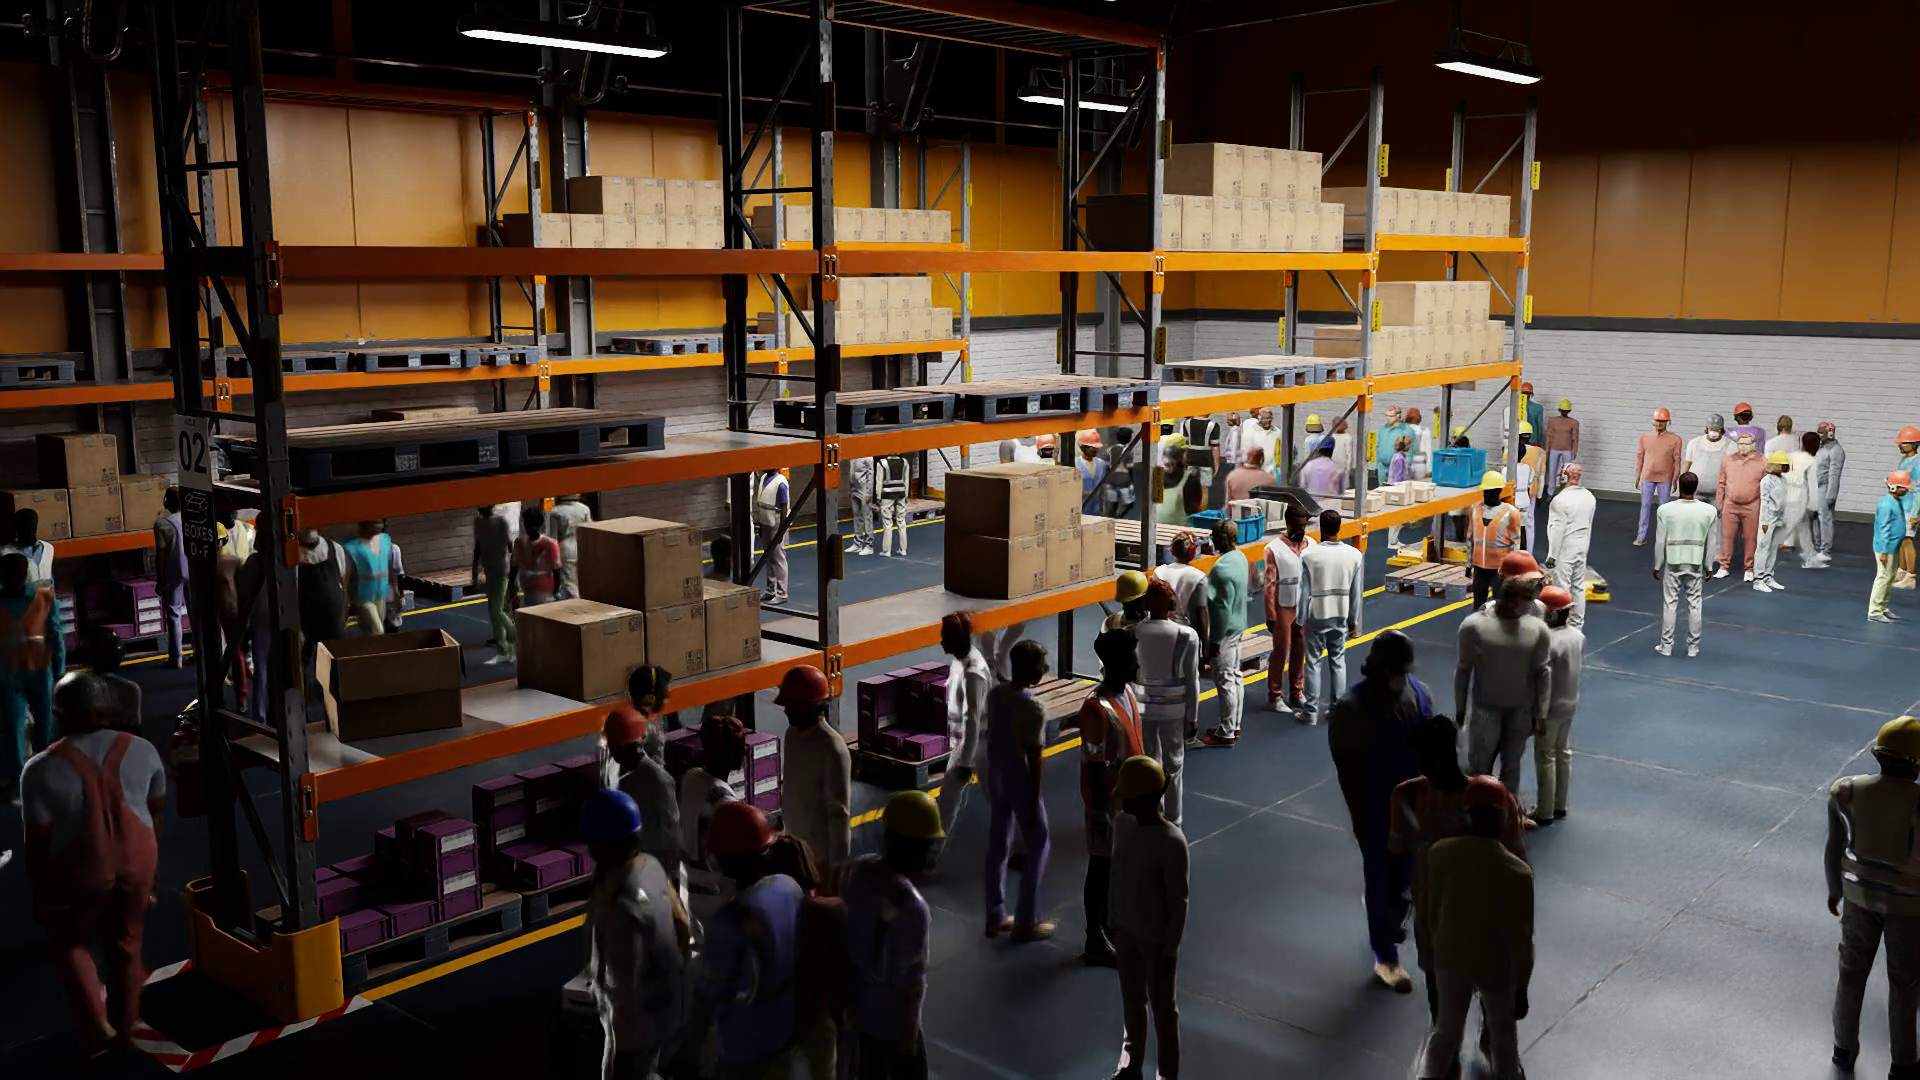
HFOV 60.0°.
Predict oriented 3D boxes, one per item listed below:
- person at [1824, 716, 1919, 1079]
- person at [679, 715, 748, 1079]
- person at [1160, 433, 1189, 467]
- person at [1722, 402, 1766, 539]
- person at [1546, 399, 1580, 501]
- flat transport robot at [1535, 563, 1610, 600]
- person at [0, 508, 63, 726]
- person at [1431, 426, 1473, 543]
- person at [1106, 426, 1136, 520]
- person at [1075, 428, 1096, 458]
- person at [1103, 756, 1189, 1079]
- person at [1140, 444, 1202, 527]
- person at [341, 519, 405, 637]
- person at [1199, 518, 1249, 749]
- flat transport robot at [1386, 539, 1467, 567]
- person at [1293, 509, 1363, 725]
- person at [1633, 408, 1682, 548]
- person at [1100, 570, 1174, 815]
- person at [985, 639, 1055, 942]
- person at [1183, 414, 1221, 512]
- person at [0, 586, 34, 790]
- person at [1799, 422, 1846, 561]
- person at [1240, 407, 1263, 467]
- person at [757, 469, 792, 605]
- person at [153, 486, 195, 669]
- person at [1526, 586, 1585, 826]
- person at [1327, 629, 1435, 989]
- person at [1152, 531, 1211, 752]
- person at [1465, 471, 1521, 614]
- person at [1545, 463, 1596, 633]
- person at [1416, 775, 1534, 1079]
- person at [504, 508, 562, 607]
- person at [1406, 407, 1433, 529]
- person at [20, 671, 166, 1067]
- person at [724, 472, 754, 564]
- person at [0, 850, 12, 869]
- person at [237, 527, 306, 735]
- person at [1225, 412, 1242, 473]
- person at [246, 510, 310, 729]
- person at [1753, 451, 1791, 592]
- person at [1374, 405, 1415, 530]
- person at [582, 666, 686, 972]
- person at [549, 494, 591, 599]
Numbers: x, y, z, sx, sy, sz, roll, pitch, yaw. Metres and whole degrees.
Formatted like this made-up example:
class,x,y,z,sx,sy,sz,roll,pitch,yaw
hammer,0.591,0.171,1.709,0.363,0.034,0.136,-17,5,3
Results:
class,x,y,z,sx,sy,sz,roll,pitch,yaw
person,4.636,1.776,8.304,0.403,1.833,0.586,-9,13,-43
person,-1.198,1.777,8.181,0.340,1.878,0.578,-5,11,-29
person,2.686,-0.388,20.942,0.370,1.927,0.588,-1,10,-7
person,11.400,-0.994,24.294,0.607,2.026,0.440,1,10,7
person,10.185,-1.512,28.148,0.530,1.757,0.352,5,11,28
flat transport robot,7.543,0.504,20.549,0.652,0.197,1.431,2,10,10
person,-8.225,0.663,14.700,0.396,1.917,0.590,3,10,15
person,7.105,-0.771,23.825,0.670,1.721,0.567,-1,10,-7
person,2.331,-0.828,24.276,0.385,1.675,0.594,-8,12,-39
person,1.948,-1.302,26.905,0.528,1.760,0.339,0,10,-2
person,0.868,1.875,7.938,0.328,1.760,0.523,-6,11,-32
person,2.431,-0.188,19.410,0.704,2.000,1.077,6,11,32
person,-5.635,0.555,15.683,0.843,1.808,0.595,4,10,22
person,2.220,0.776,13.951,0.358,1.938,0.636,4,10,22
flat transport robot,6.399,0.182,22.470,0.652,0.197,1.431,8,13,41
person,3.235,0.683,14.621,0.598,1.907,0.408,-3,10,-15
person,9.946,-0.890,23.731,0.613,1.996,0.374,7,12,35
person,1.250,1.149,11.821,0.590,1.911,0.397,6,11,31
person,0.332,1.496,10.001,0.358,1.831,0.591,-8,13,-41
person,3.699,-1.185,25.417,0.613,2.028,0.409,6,11,31
person,-7.504,1.040,12.817,0.738,1.798,0.673,-2,10,-10
person,11.754,-0.662,22.673,0.401,1.900,0.642,1,10,5
person,4.651,-1.262,26.332,0.365,1.879,0.585,-5,11,-26
person,-2.217,-0.155,19.788,0.390,1.846,0.565,-6,11,-33
person,-7.812,0.374,16.682,0.357,1.835,0.516,7,12,37
person,4.269,1.196,12.041,0.564,1.741,0.344,-9,13,-43
person,2.454,1.465,9.541,0.732,2.000,0.856,-4,10,-20
person,1.827,0.842,13.874,0.399,1.841,0.563,-8,13,-41
person,5.483,0.240,17.189,0.386,1.927,0.589,-8,13,-40
person,6.552,0.117,17.989,0.645,1.907,0.400,-6,11,-34
person,2.386,1.945,7.716,0.918,1.702,0.578,-9,13,-42
person,-4.199,0.509,16.318,0.551,1.675,0.585,6,11,32
person,6.910,-1.086,25.310,0.661,1.857,0.452,9,13,42
person,-4.375,1.648,8.444,0.597,2.000,0.695,9,13,43
person,-2.945,-0.578,22.205,0.355,1.885,0.575,4,10,24
person,-6.596,1.498,10.682,0.512,1.580,0.875,2,10,14
person,-5.943,0.763,14.319,0.561,1.849,0.679,-5,11,-28
person,4.462,-1.268,27.084,0.316,1.629,0.508,1,10,5
person,-5.972,0.681,14.554,0.388,1.930,0.544,8,13,40
person,10.070,-0.235,20.575,0.487,1.744,0.296,-7,12,-36
person,6.552,-1.094,25.242,0.406,1.902,0.638,-8,12,-40
person,-1.787,1.608,9.369,0.530,1.821,0.722,7,12,35
person,-4.262,0.148,18.397,0.487,1.717,0.776,-8,13,-41
